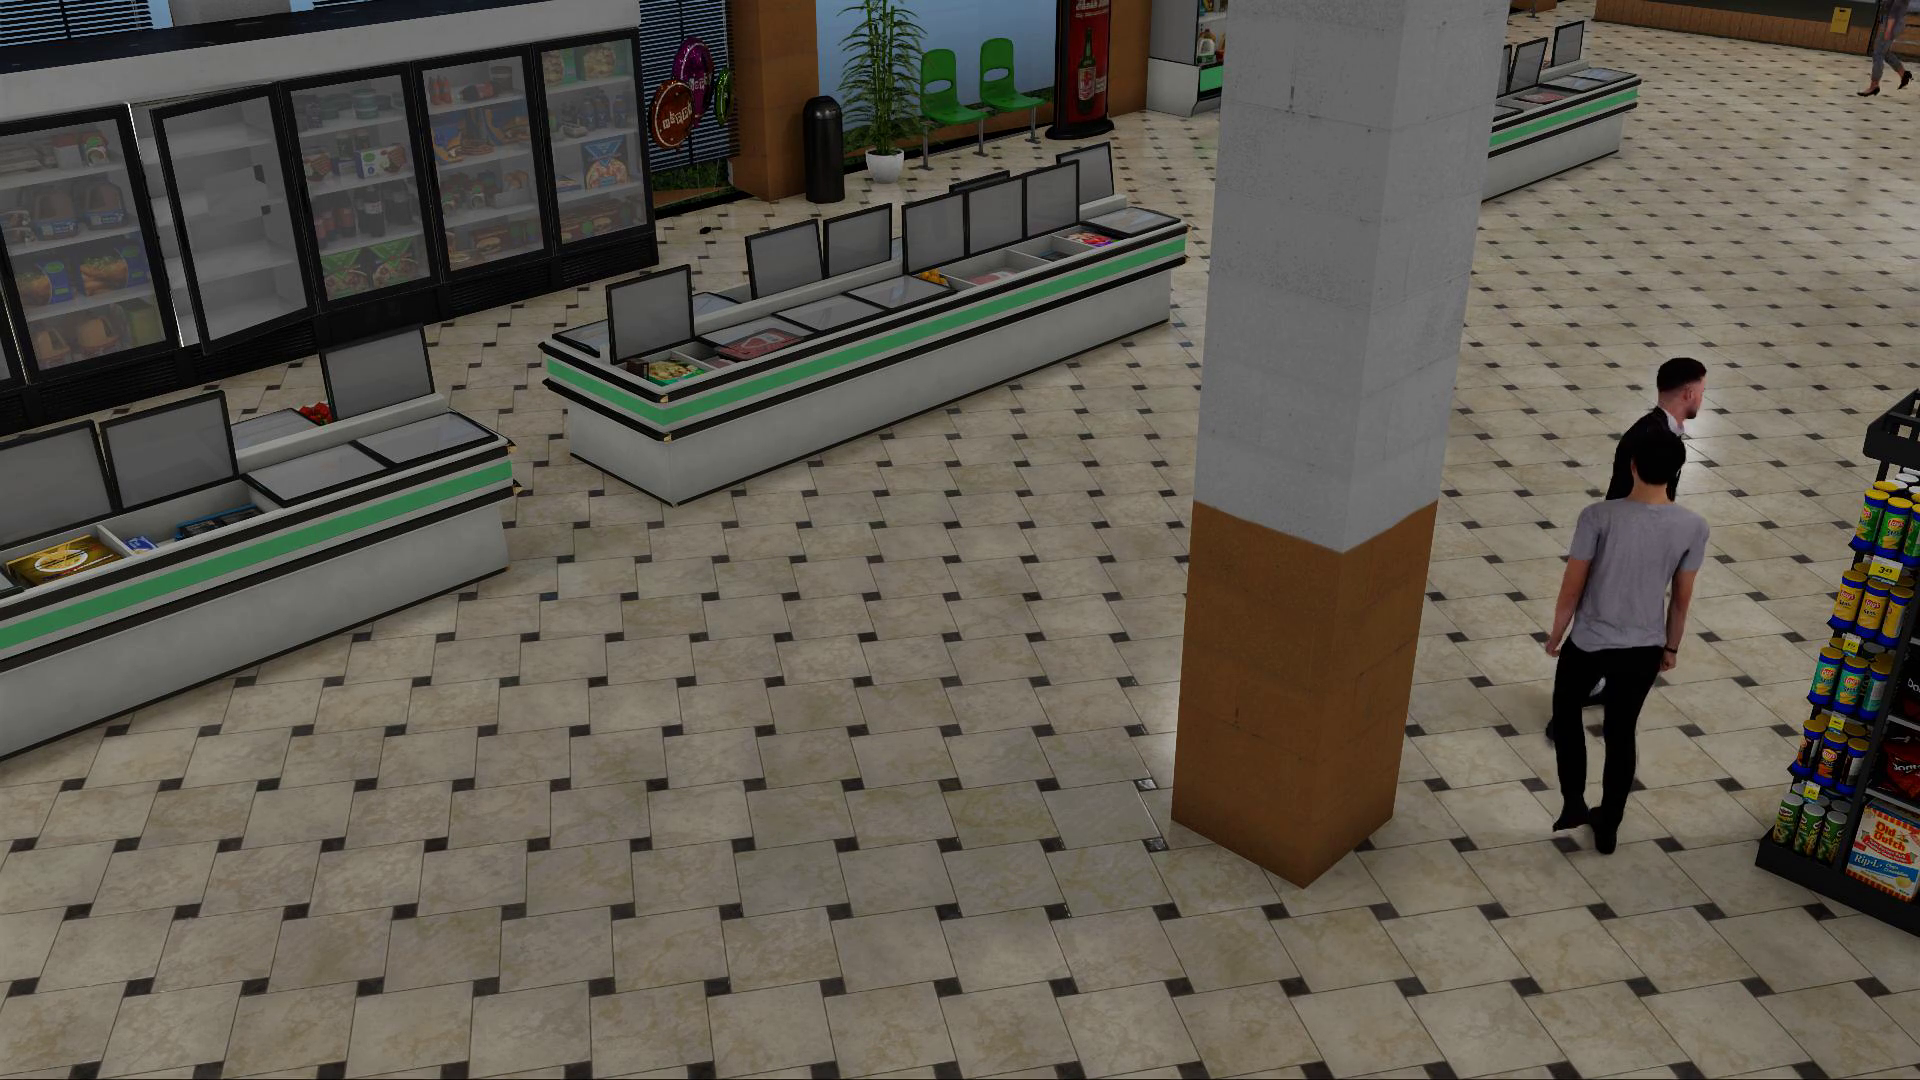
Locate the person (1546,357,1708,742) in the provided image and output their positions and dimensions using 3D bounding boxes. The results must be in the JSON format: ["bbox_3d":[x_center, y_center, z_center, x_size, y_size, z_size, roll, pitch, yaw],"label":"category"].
[{"bbox_3d":[2.994,0.059,7.614,0.493,1.807,0.897,-19,33,-33],"label":"person"}]

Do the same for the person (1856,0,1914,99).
[{"bbox_3d":[11.305,-6.153,20.025,0.754,1.661,0.772,17,32,31],"label":"person"}]

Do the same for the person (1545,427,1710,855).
[{"bbox_3d":[2.672,0.460,6.785,0.861,1.841,0.916,4,27,8],"label":"person"}]
